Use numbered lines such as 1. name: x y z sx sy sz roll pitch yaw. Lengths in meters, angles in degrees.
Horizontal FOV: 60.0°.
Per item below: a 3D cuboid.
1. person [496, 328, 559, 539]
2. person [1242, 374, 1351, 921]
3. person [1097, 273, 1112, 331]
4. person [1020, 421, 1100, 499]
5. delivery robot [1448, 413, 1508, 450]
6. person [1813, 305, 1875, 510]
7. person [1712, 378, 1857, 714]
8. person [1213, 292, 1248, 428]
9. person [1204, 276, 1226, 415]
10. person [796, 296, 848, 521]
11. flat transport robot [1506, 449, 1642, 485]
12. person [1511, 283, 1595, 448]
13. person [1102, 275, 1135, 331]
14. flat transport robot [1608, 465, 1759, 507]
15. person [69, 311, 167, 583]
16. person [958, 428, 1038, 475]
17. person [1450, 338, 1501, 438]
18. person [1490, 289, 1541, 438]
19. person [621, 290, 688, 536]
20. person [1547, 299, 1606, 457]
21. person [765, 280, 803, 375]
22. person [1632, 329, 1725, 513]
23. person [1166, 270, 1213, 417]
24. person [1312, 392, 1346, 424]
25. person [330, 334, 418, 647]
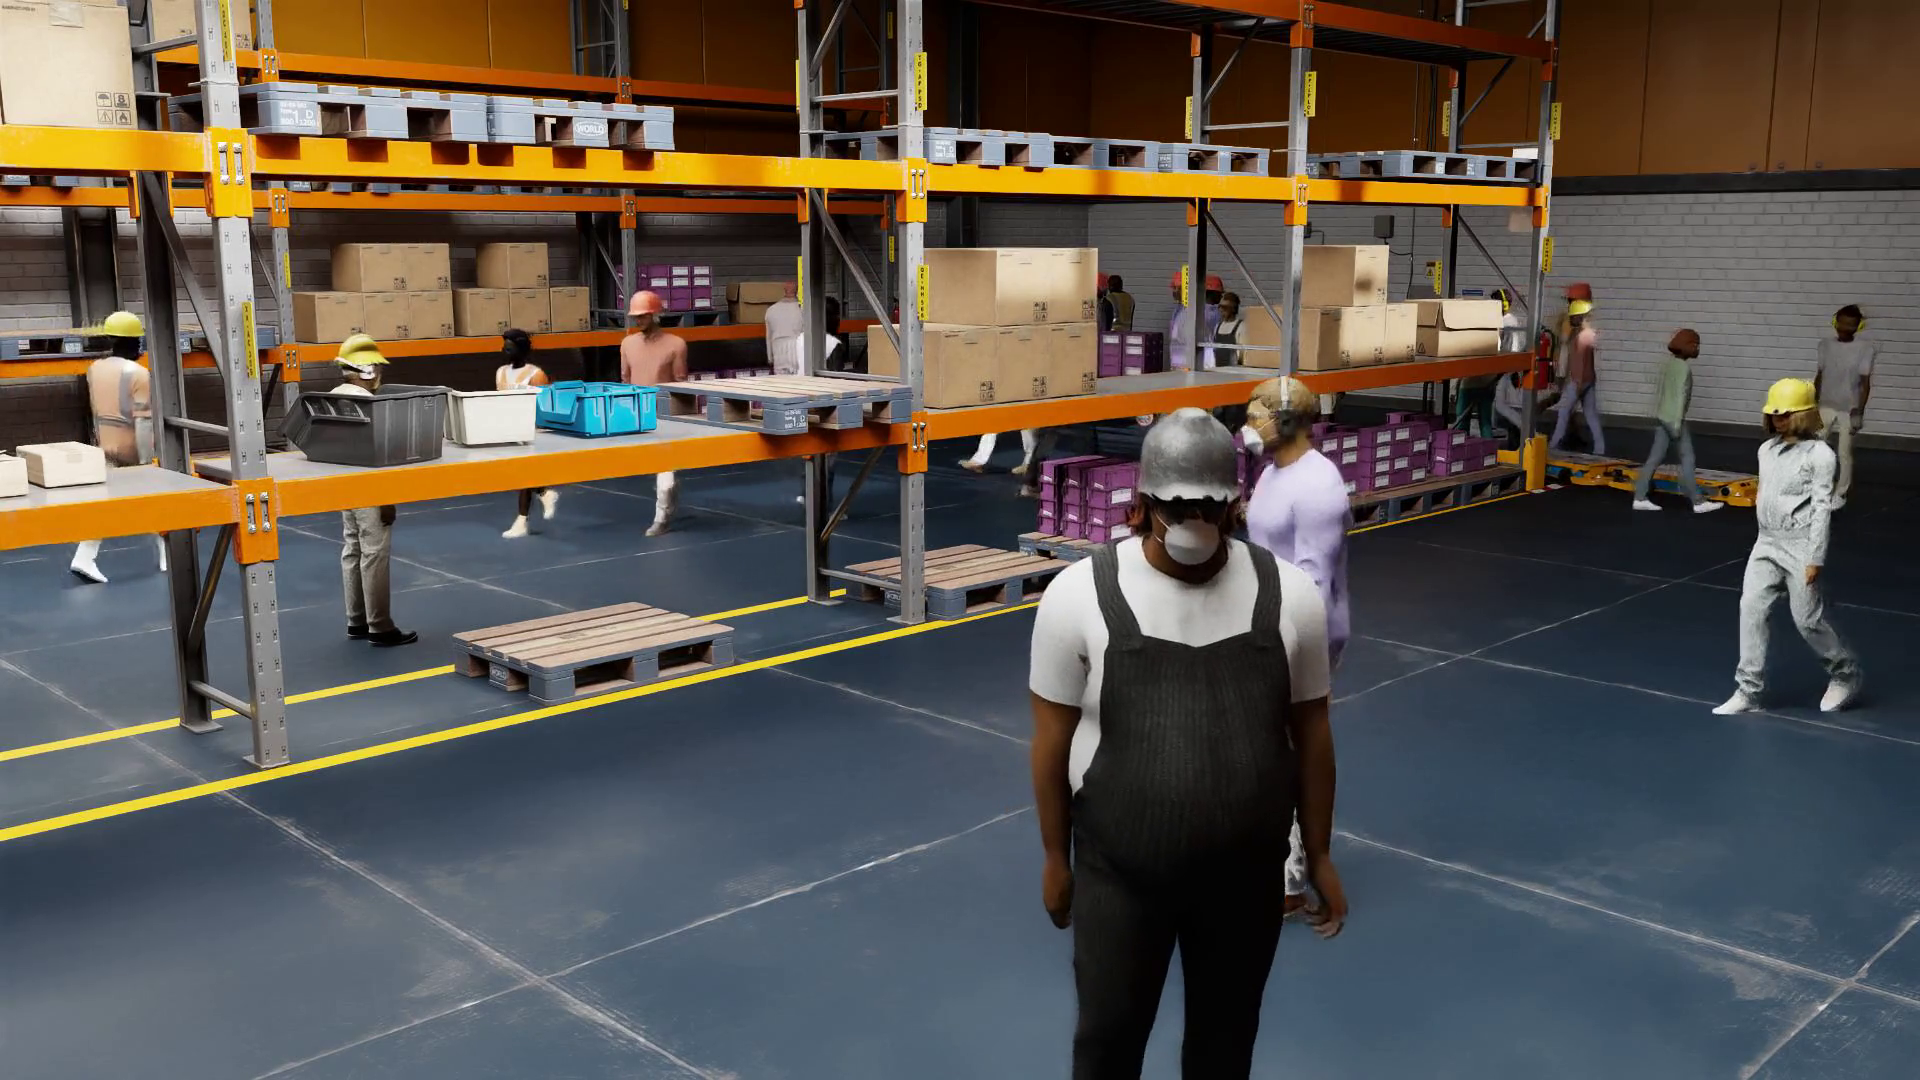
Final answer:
1. person: -3.489 -0.875 13.398 0.541 1.677 0.635 7 12 32
2. person: 1.191 0.391 5.838 0.491 1.927 0.694 -2 11 -9
3. person: 1.747 -2.646 22.446 0.771 1.908 0.545 4 11 19
4. person: 0.998 -1.327 15.164 1.019 1.949 0.621 -5 12 -27
5. delivery robot: 5.361 -1.081 17.335 0.477 0.478 0.707 -5 12 -26
6. person: 7.512 -1.109 14.316 1.005 1.808 0.539 -9 14 -40
7. person: 4.209 0.043 8.320 0.759 1.716 0.503 -3 11 -17
8. person: 2.889 -1.696 17.488 0.727 1.829 0.524 -7 13 -35
9. person: 2.878 -2.076 19.255 0.376 1.934 0.546 -6 12 -31
10. person: -1.130 -1.080 13.904 0.452 1.901 0.625 -8 13 -36
11. flat transport robot: 5.994 -0.736 16.487 0.652 0.197 1.431 -5 11 -25
12. person: 6.760 -1.972 18.845 0.867 1.889 0.613 2 11 11
13. person: 2.241 -2.905 24.040 0.428 1.837 0.632 10 14 43
14. flat transport robot: 6.788 -0.516 15.287 0.652 0.197 1.431 -7 12 -33
15. person: -5.857 -0.652 11.617 0.596 1.888 0.939 5 11 23
16. person: 0.412 -1.525 16.595 0.901 1.802 0.659 -5 12 -27
17. person: 5.144 -1.513 16.675 0.533 1.760 0.342 -2 11 -13
18. person: 6.086 -1.872 18.450 0.838 1.827 0.524 7 12 32
19. person: -2.443 -1.041 13.517 0.619 1.971 0.675 3 11 15
20. person: 6.558 -1.692 17.721 0.778 1.724 0.545 7 12 33
21. person: -2.017 -2.173 19.977 0.669 1.872 0.590 3 11 17
22. person: 6.281 -1.025 14.431 0.783 1.592 0.532 1 10 7
23. person: 2.558 -1.985 18.524 0.709 2.025 0.612 -2 11 -10
24. person: 3.585 -1.587 16.319 0.392 2.033 0.605 -5 12 -25
25. person: -3.479 -0.288 9.786 0.404 1.829 0.600 -10 14 -43
